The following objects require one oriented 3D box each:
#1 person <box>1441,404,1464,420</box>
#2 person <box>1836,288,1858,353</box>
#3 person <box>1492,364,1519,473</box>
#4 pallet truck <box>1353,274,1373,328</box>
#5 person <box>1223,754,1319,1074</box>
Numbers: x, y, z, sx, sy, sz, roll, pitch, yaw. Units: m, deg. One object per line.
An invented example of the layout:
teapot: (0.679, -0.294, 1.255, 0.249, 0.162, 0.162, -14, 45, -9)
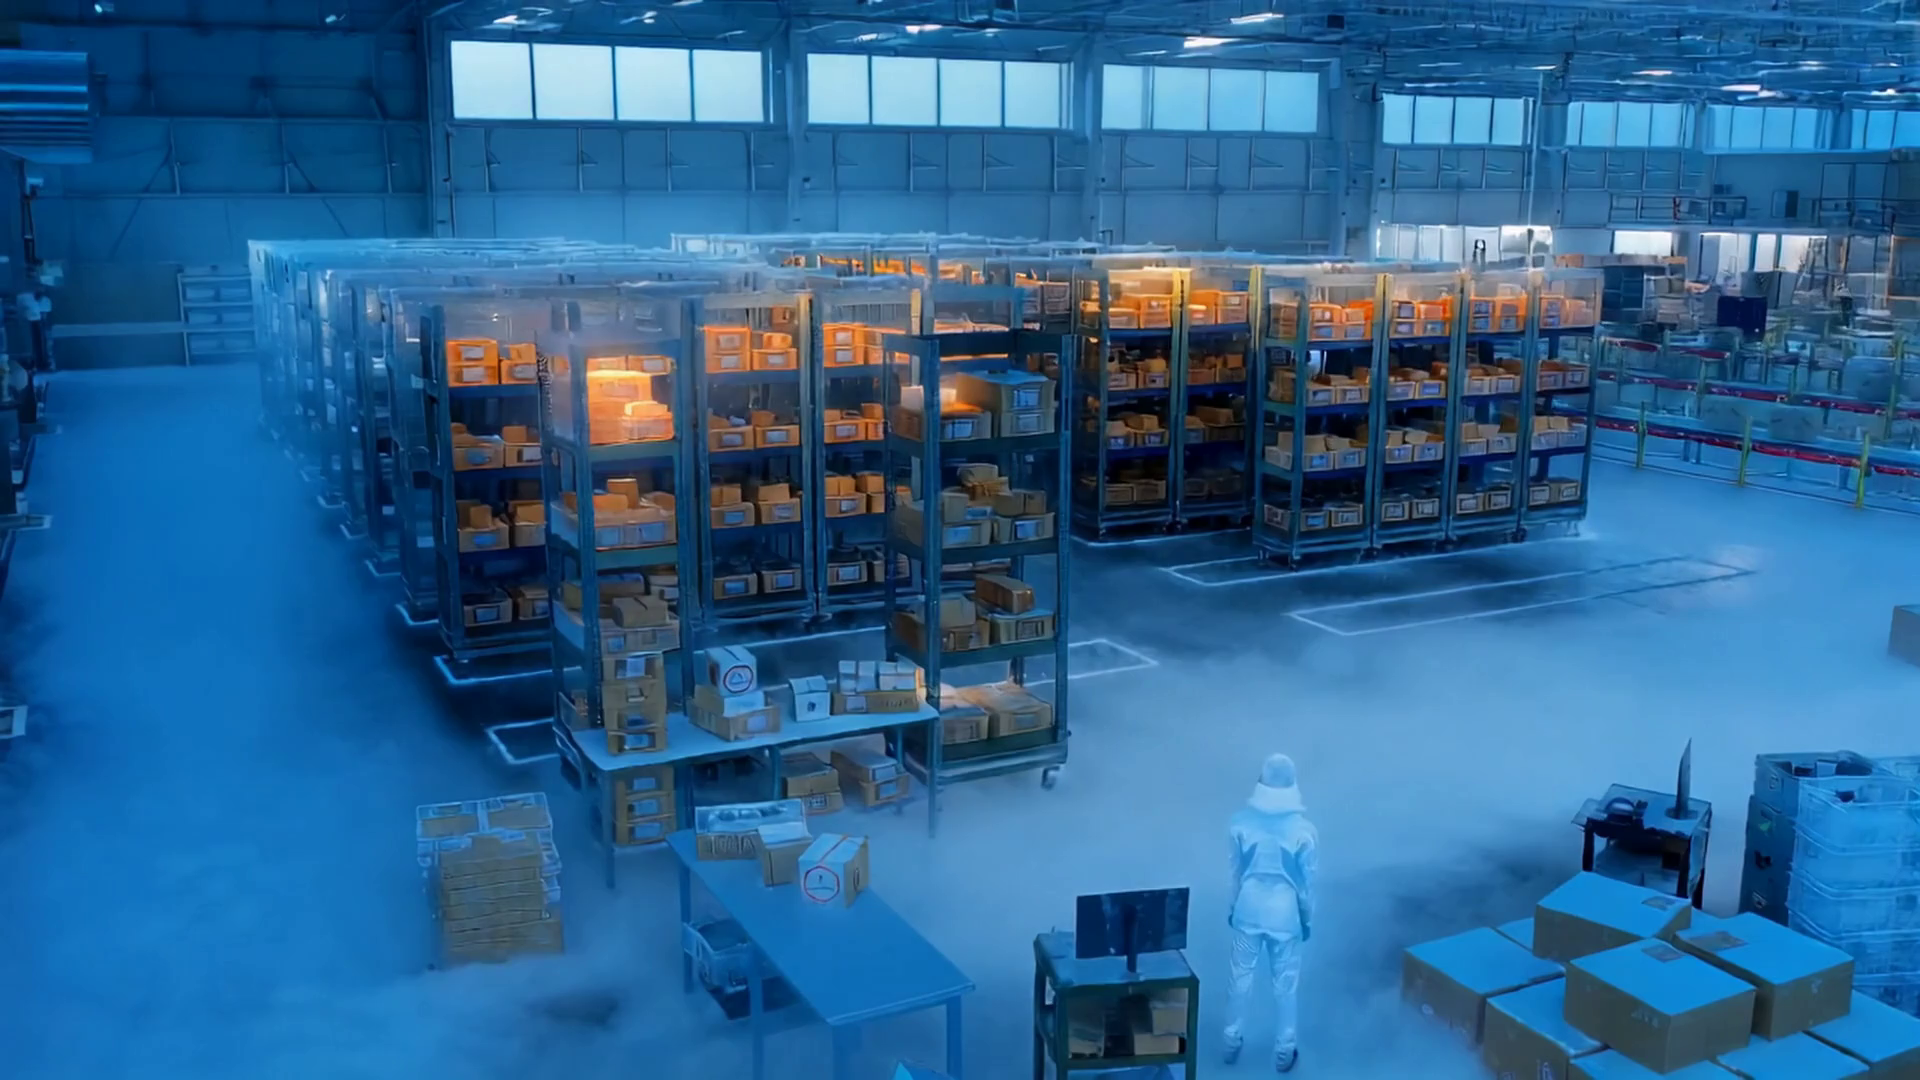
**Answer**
person: (8.017, -2.090, 27.722, 0.657, 1.839, 1.044, 0, 12, 0)
person: (24.963, -6.159, 46.776, 0.521, 1.840, 0.806, -7, 14, -29)
person: (9.026, -1.993, 27.358, 0.642, 1.812, 0.590, -8, 15, -34)
pallet truck: (13.011, -8.050, 55.243, 0.823, 1.965, 1.885, -7, 14, -28)
person: (1.662, 1.988, 8.915, 0.485, 1.732, 0.353, 4, 13, 19)
